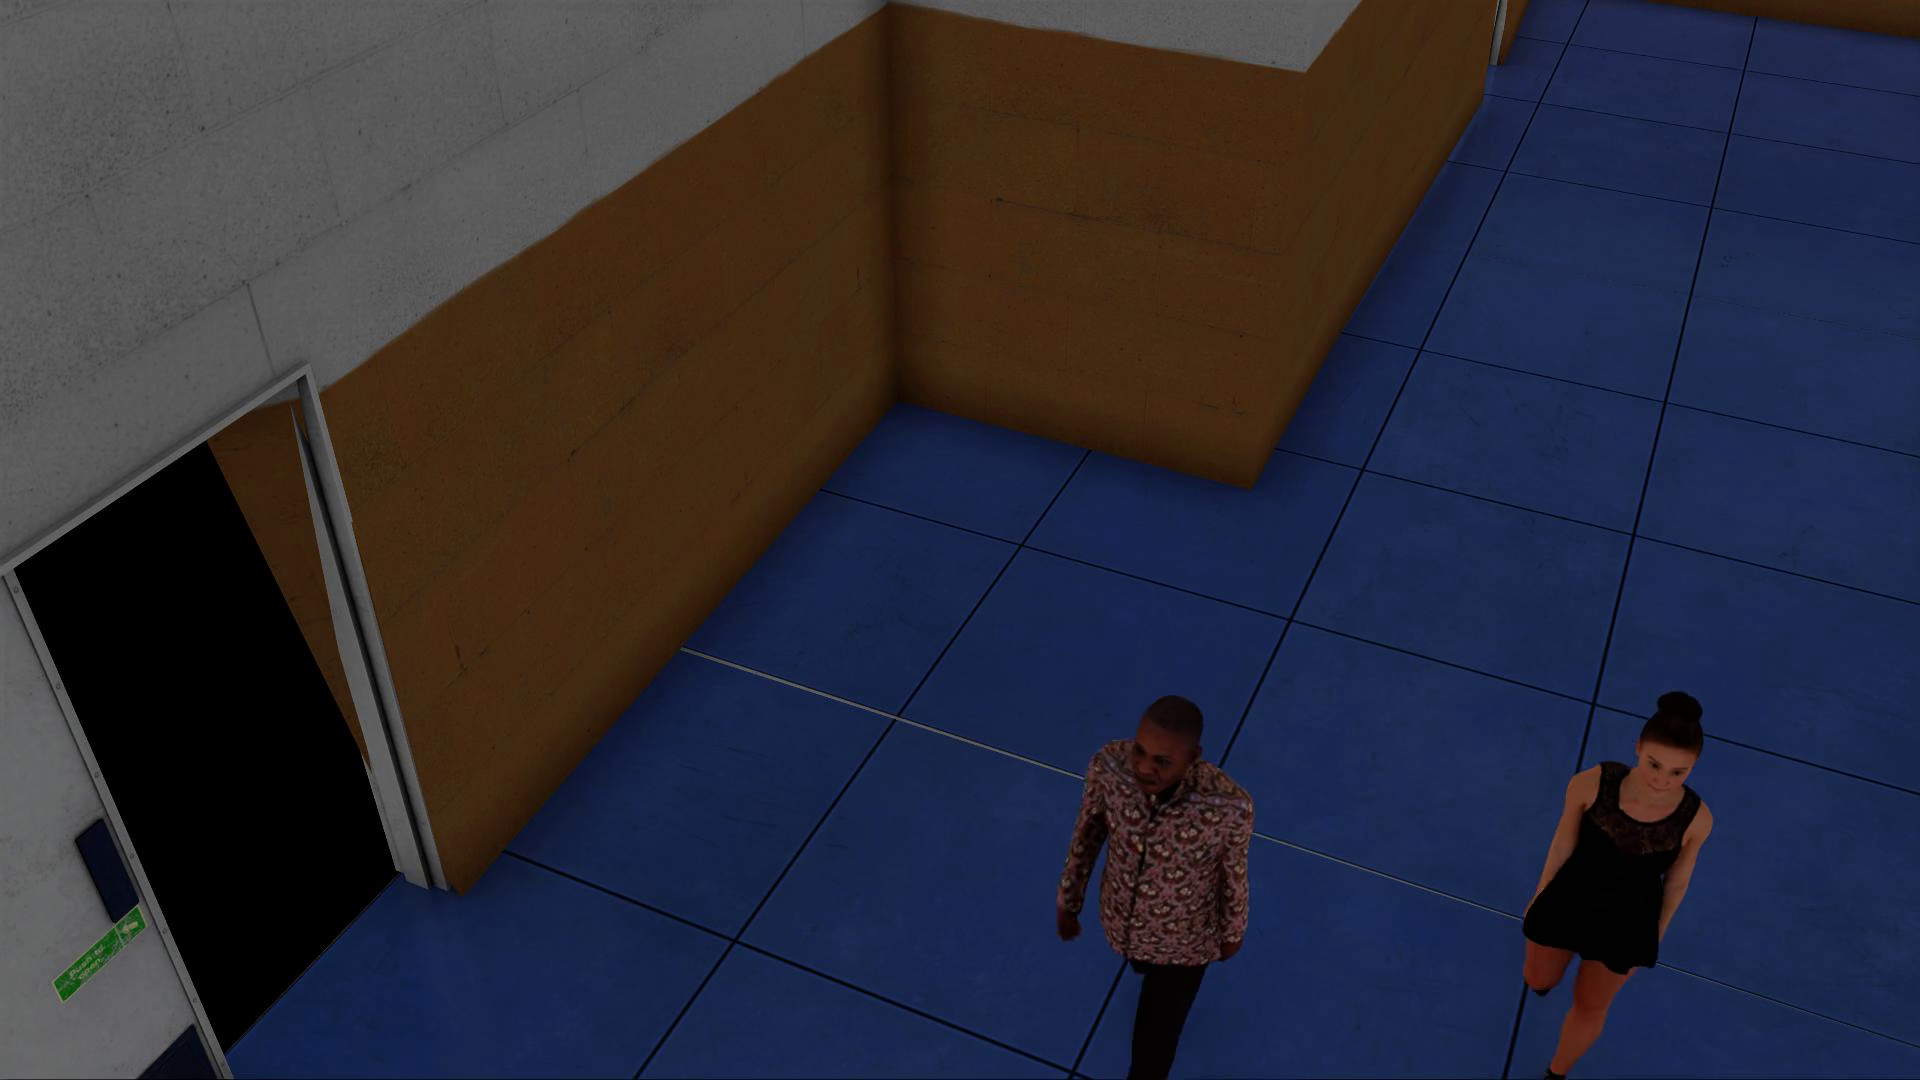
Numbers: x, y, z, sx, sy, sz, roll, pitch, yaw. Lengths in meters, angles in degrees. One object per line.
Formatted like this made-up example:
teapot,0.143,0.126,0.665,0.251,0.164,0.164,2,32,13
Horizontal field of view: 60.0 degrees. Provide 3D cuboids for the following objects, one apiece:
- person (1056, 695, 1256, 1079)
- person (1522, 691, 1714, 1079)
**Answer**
person,0.651,1.096,5.127,1.146,1.764,0.869,22,42,26
person,2.015,1.096,5.210,0.744,1.664,0.631,16,40,20
